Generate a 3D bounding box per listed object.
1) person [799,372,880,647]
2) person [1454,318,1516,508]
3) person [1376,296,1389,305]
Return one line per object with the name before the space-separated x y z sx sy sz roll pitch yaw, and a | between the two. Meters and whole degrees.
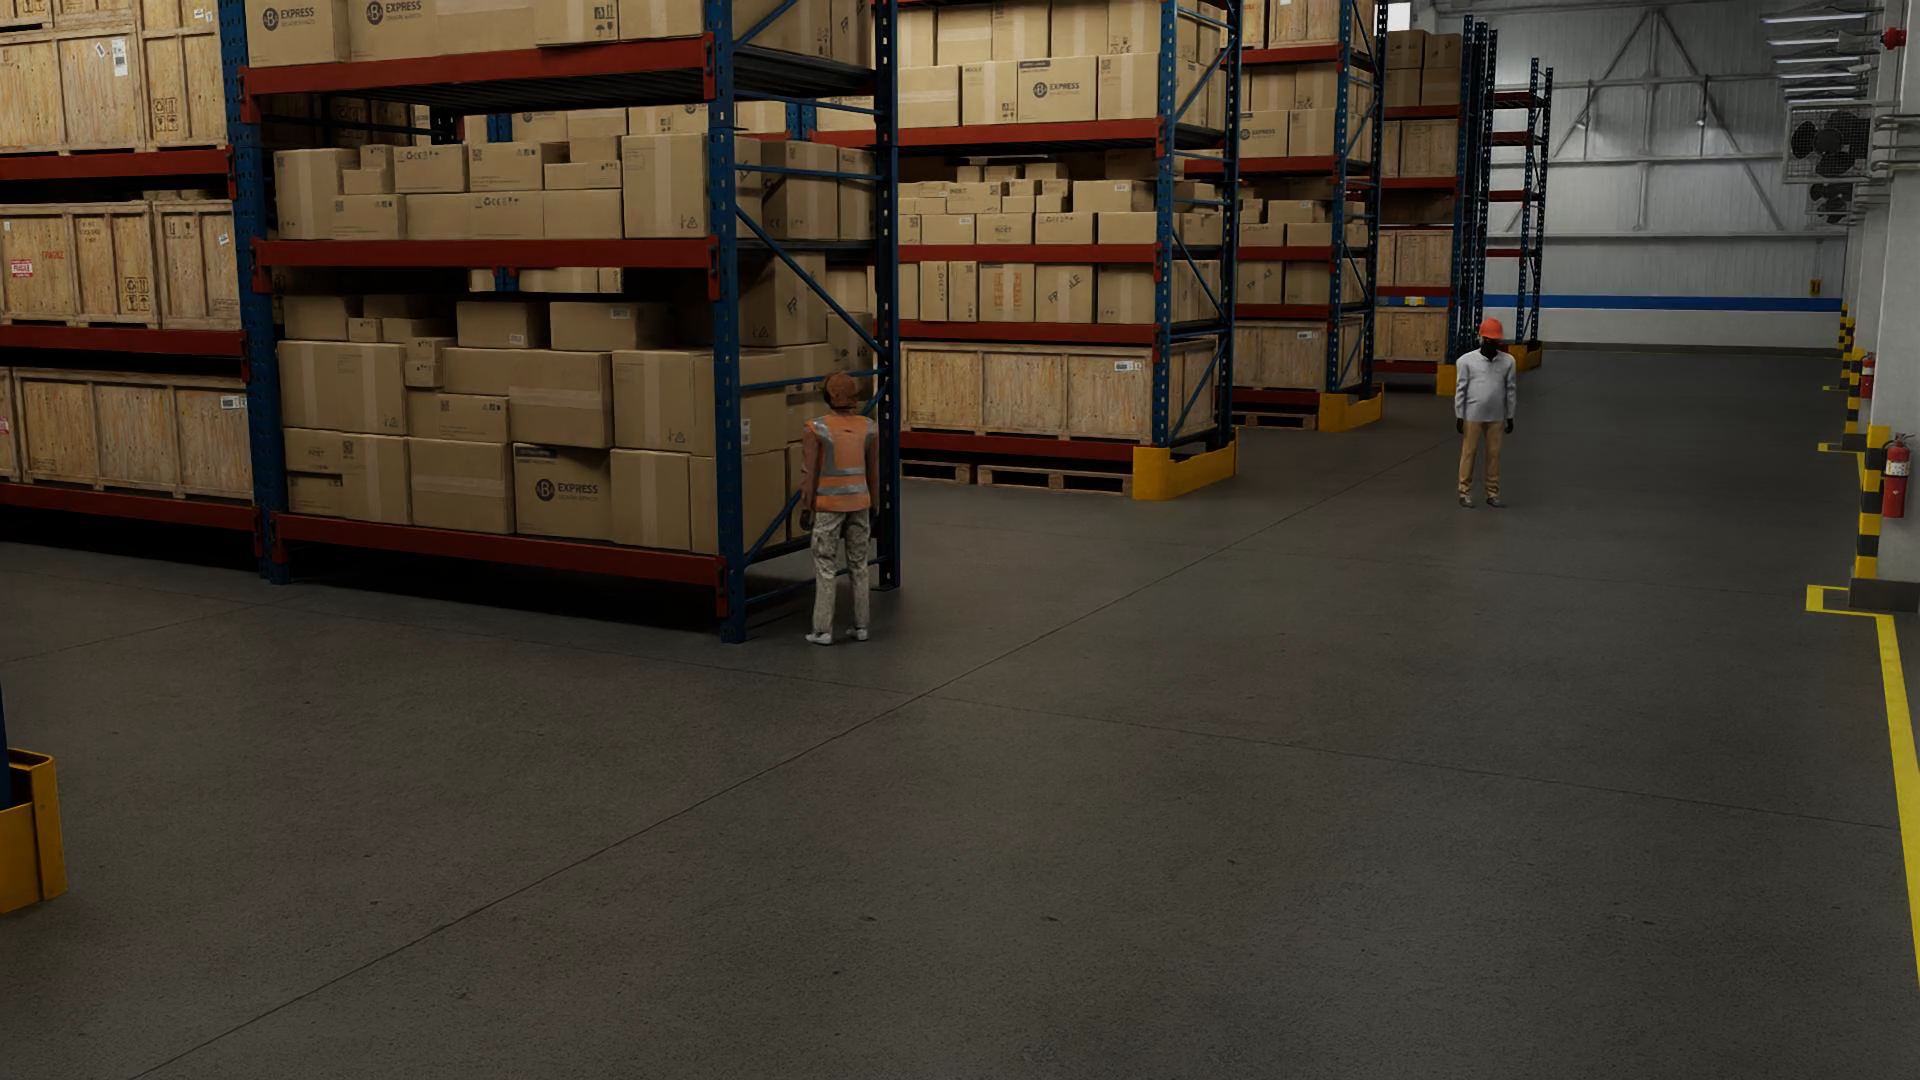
person | -0.707 -0.181 9.914 0.527 1.629 0.314 -6 11 -31
person | 4.808 -1.155 15.216 0.566 1.744 0.350 0 10 -2
person | 10.012 -5.375 39.706 0.502 1.726 0.432 -4 10 -20
